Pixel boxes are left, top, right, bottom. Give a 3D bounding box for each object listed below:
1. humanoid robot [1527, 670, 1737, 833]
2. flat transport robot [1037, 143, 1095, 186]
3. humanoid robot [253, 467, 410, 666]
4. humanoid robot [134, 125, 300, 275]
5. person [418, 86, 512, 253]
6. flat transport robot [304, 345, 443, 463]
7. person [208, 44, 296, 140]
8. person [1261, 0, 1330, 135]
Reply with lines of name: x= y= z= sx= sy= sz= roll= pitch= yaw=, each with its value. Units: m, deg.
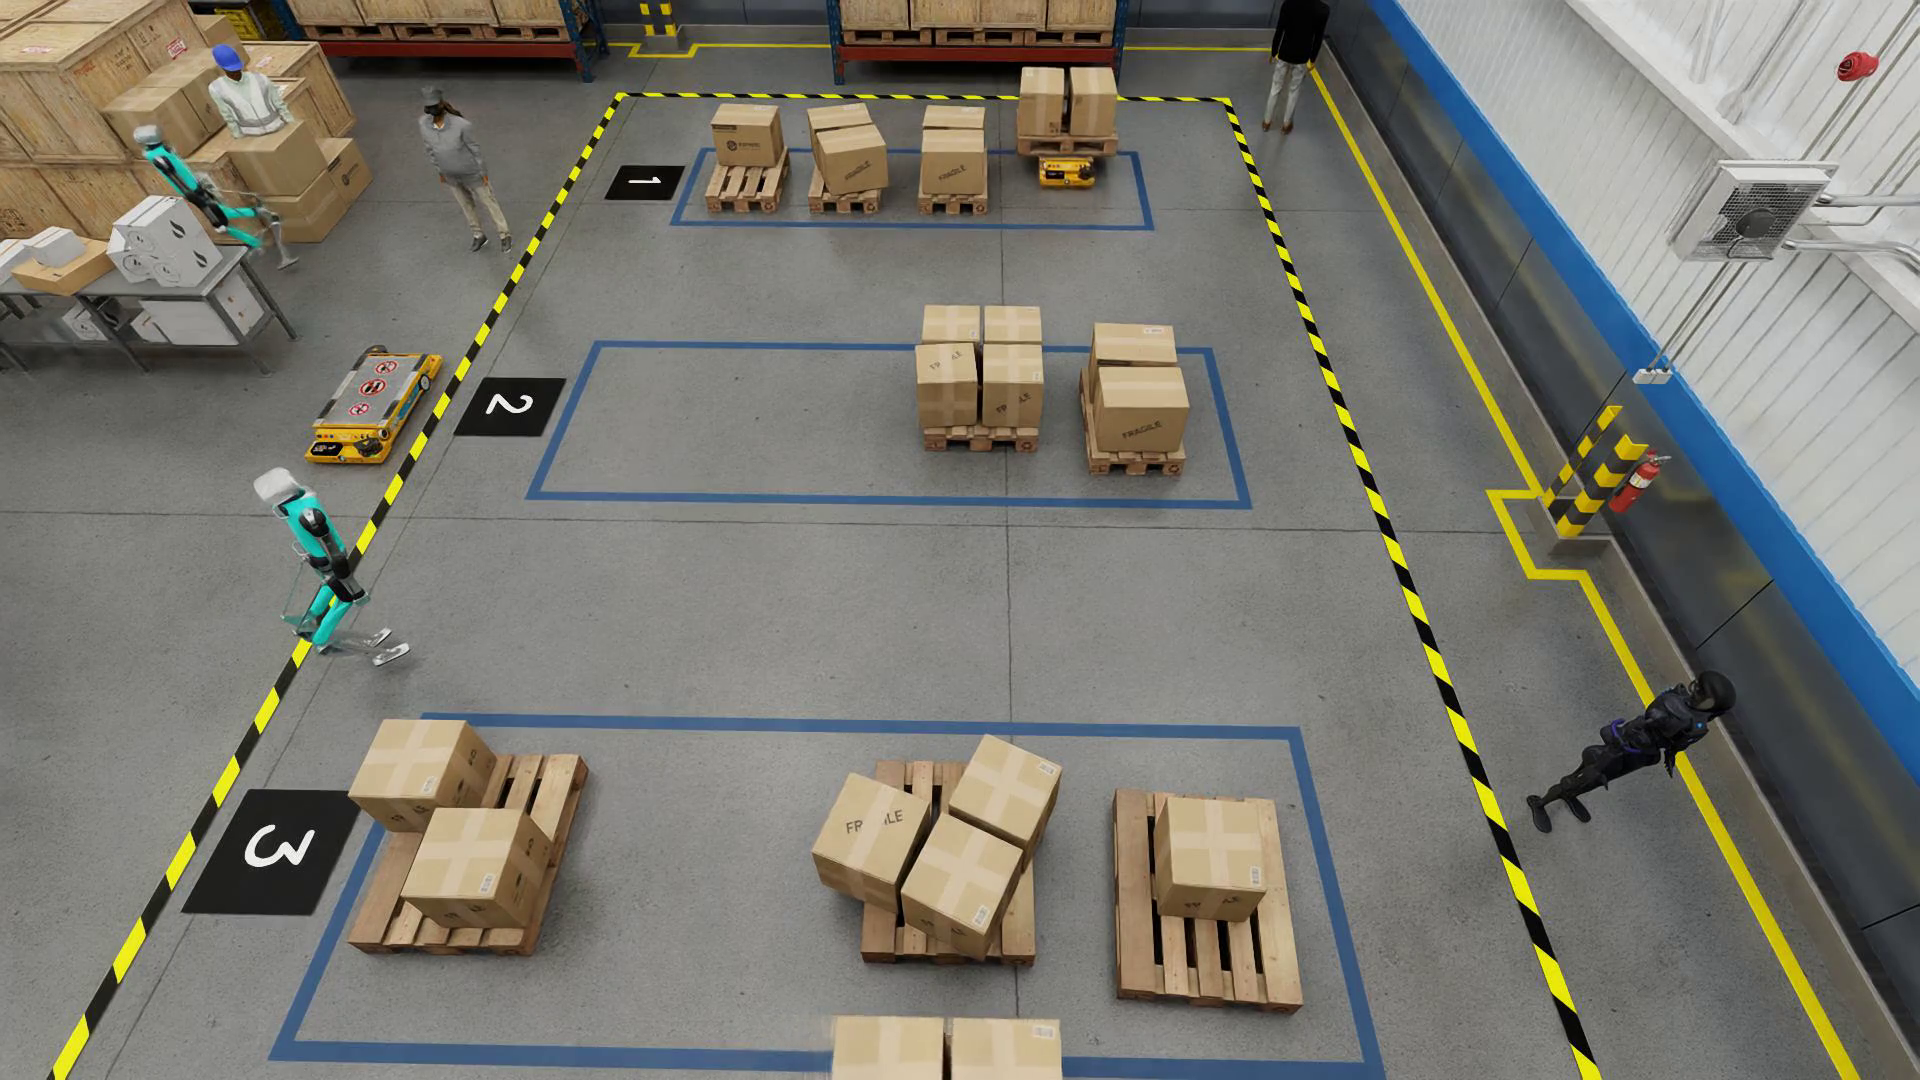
humanoid robot: x=3.949 y=1.252 z=5.377 sx=0.599 sy=1.654 sz=0.315 roll=-8 pitch=50 yaw=-7
flat transport robot: x=1.305 y=-4.894 z=11.490 sx=0.652 sy=0.197 sz=1.431 roll=1 pitch=50 yaw=1
humanoid robot: x=-4.299 y=0.303 z=6.060 sx=0.533 sy=1.677 sz=0.735 roll=34 pitch=58 yaw=25
humanoid robot: x=-7.408 y=-3.376 z=9.264 sx=1.048 sy=1.722 sz=0.544 roll=-30 pitch=56 yaw=-23
person: x=-5.242 y=-3.893 z=9.677 sx=0.564 sy=1.769 sz=0.395 roll=2 pitch=50 yaw=1
flat transport robot: x=-5.383 y=-1.269 z=8.441 sx=0.659 sy=0.231 sz=1.431 roll=1 pitch=50 yaw=1
person: x=-7.524 y=-4.385 z=9.989 sx=0.610 sy=1.935 sz=0.413 roll=-33 pitch=57 yaw=-25
person: x=4.160 y=-6.048 z=11.427 sx=0.585 sy=1.884 sz=0.386 roll=18 pitch=52 yaw=15
